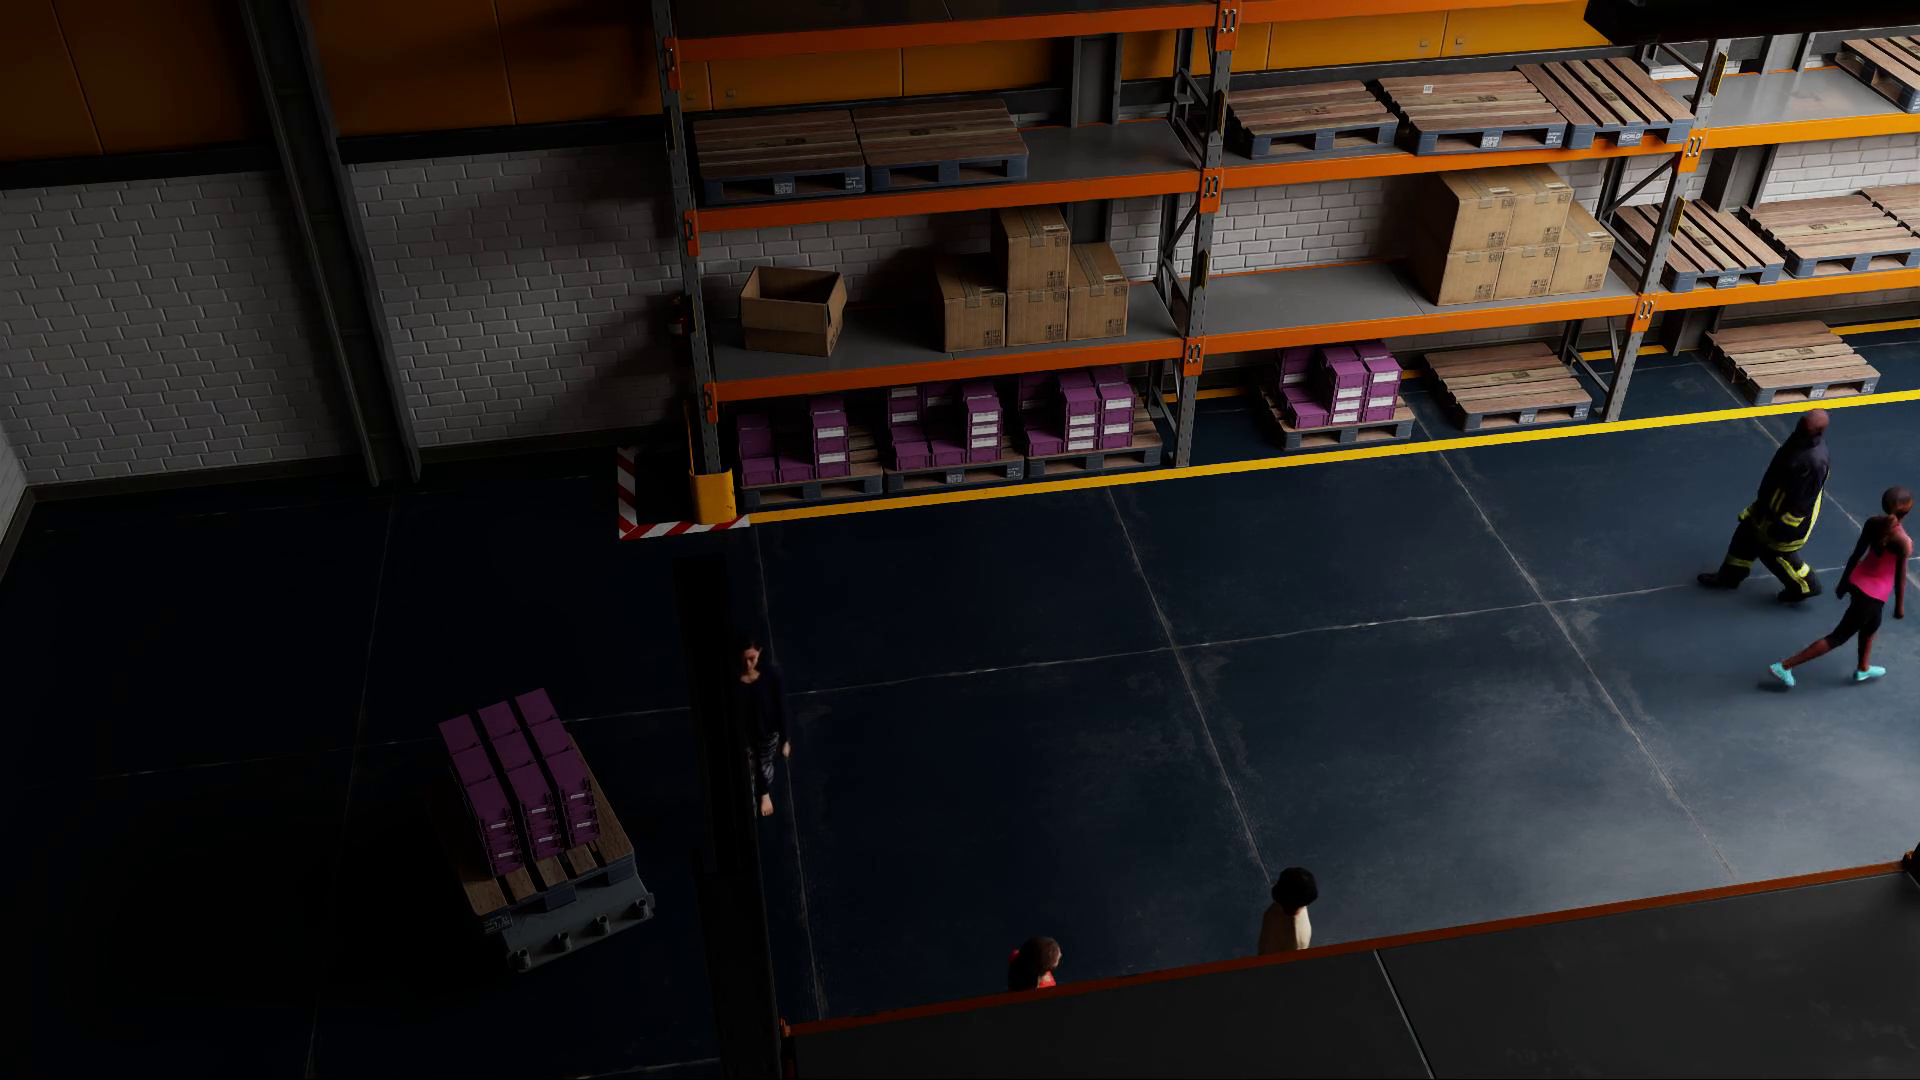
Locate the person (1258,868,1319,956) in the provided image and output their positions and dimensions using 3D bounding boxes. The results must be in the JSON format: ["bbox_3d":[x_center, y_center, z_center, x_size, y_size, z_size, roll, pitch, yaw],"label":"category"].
[{"bbox_3d":[1.807,2.394,9.361,0.549,1.587,0.631,1,39,1],"label":"person"}]

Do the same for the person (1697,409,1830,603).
[{"bbox_3d":[6.289,-0.233,12.491,1.241,1.787,1.043,9,39,11],"label":"person"}]

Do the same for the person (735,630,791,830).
[{"bbox_3d":[-1.347,1.172,10.794,0.822,1.709,0.698,-5,39,-6],"label":"person"}]

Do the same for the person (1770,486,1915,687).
[{"bbox_3d":[6.328,0.401,11.789,1.162,1.671,0.642,-1,39,-2],"label":"person"}]

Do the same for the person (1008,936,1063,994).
[{"bbox_3d":[0.286,2.729,8.883,1.046,1.661,0.839,-24,44,-27],"label":"person"}]
